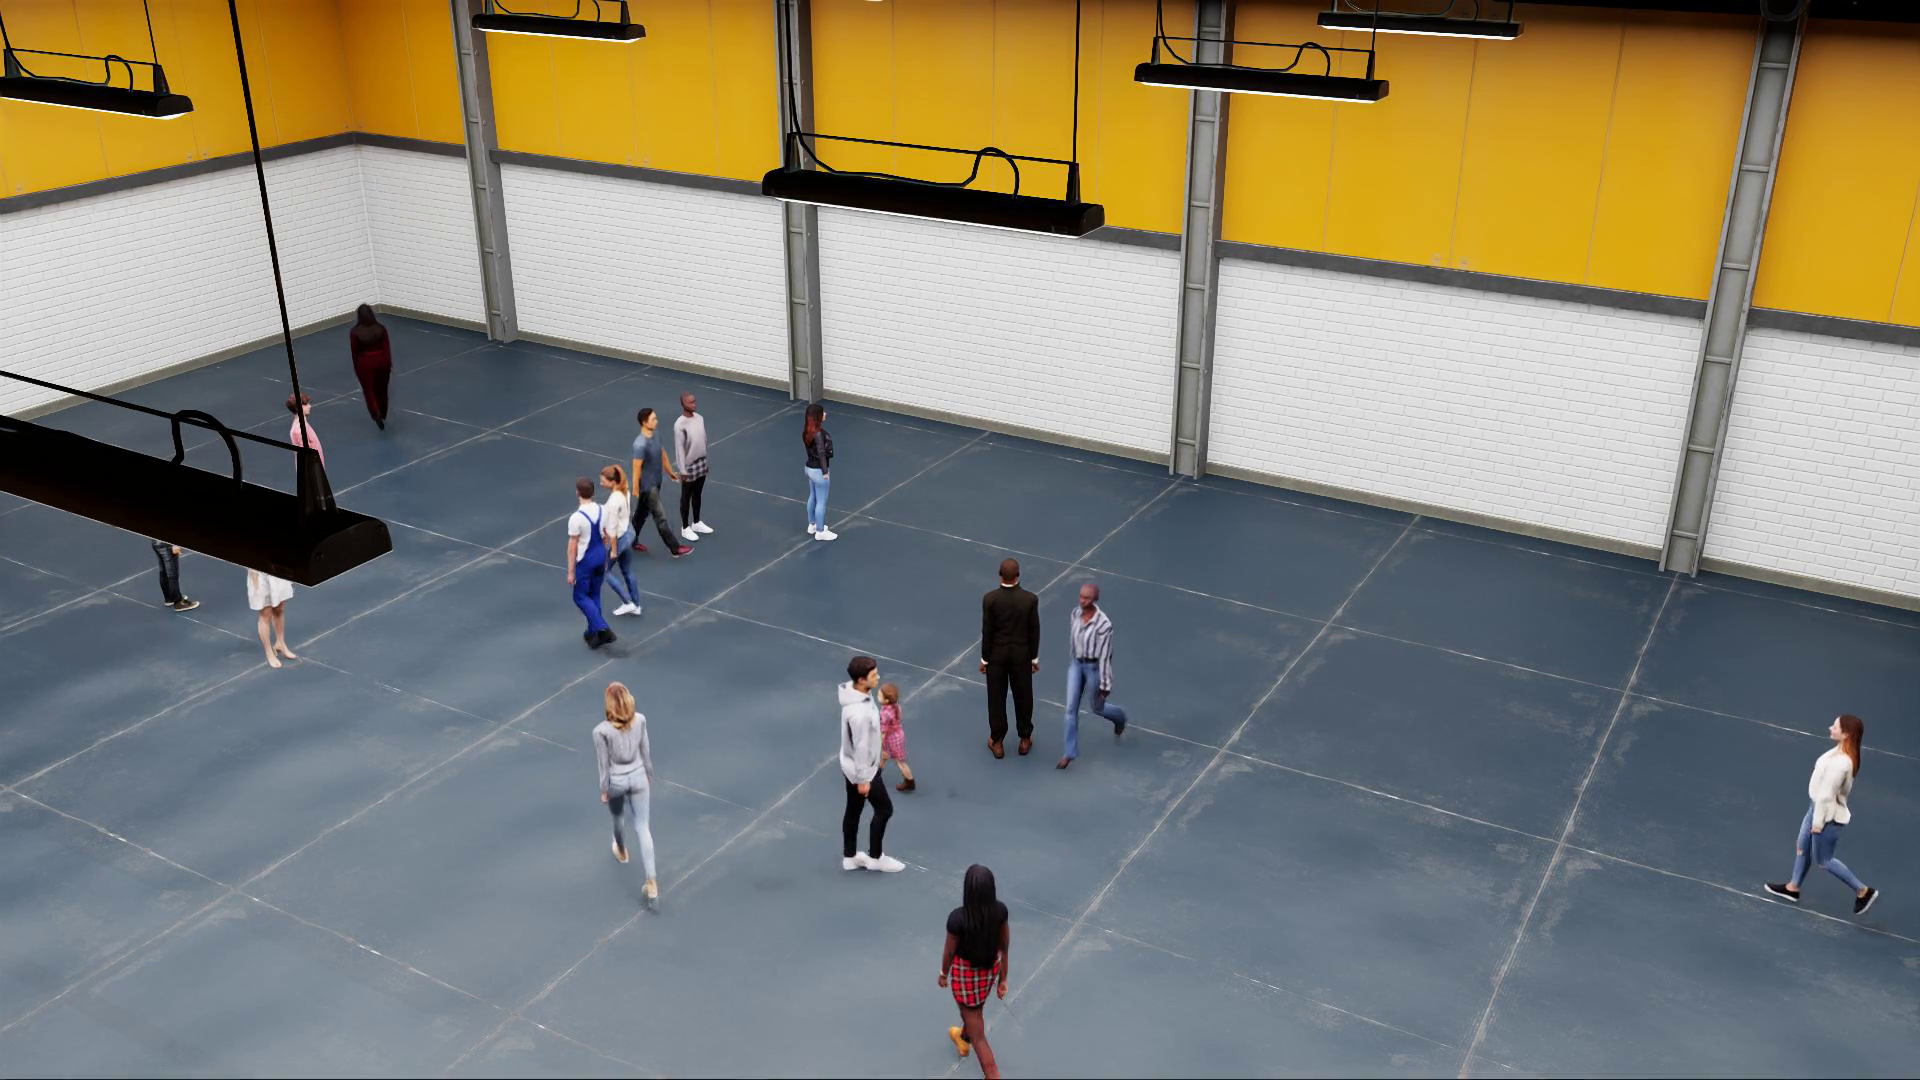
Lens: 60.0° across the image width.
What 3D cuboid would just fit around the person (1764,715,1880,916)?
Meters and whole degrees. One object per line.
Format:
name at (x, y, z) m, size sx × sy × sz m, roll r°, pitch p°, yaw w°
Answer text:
person at (6.676, 2.122, 12.651) m, size 0.979 × 1.673 × 0.628 m, roll 14°, pitch 27°, yaw 30°

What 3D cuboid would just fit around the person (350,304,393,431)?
person at (-8.015, -2.326, 22.759) m, size 0.989 × 1.727 × 1.160 m, roll -13°, pitch 27°, yaw -27°

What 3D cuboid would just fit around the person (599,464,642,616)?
person at (-3.461, 0.026, 17.390) m, size 0.713 × 1.718 × 0.733 m, roll 4°, pitch 24°, yaw 9°

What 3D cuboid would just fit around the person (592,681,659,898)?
person at (-2.550, 1.958, 12.927) m, size 1.019 × 1.752 × 1.269 m, roll -13°, pitch 27°, yaw -27°

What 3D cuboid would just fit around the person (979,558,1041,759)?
person at (0.441, 1.044, 14.827) m, size 0.756 × 1.904 × 0.860 m, roll -1°, pitch 24°, yaw -3°

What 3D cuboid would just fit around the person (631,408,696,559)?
person at (-3.613, -0.638, 18.841) m, size 1.194 × 1.771 × 0.913 m, roll 4°, pitch 24°, yaw 9°

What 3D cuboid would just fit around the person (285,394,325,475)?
person at (-7.351, -0.715, 18.782) m, size 0.769 × 1.959 × 0.674 m, roll -11°, pitch 26°, yaw -23°

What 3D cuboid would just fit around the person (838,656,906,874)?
person at (-0.870, 1.787, 13.111) m, size 0.924 × 1.917 × 0.874 m, roll -3°, pitch 24°, yaw -6°

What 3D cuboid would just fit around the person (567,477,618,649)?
person at (-3.655, 0.270, 16.688) m, size 0.856 × 1.833 × 0.747 m, roll 20°, pitch 30°, yaw 38°

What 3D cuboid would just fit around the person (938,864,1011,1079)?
person at (0.140, 2.925, 10.803) m, size 0.979 × 1.681 × 1.280 m, roll -15°, pitch 28°, yaw -30°

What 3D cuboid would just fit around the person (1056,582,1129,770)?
person at (1.204, 1.170, 14.713) m, size 1.089 × 1.765 × 0.885 m, roll 21°, pitch 31°, yaw 40°

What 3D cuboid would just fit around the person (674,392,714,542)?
person at (-3.135, -0.888, 19.412) m, size 0.529 × 1.772 × 0.619 m, roll 14°, pitch 27°, yaw 29°

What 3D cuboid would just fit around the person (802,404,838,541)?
person at (-1.660, -0.813, 19.411) m, size 0.784 × 1.635 × 0.688 m, roll -11°, pitch 26°, yaw -23°

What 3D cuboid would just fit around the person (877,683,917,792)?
person at (-0.545, 1.725, 14.400) m, size 0.782 × 0.999 × 0.528 m, roll 7°, pitch 25°, yaw 15°
